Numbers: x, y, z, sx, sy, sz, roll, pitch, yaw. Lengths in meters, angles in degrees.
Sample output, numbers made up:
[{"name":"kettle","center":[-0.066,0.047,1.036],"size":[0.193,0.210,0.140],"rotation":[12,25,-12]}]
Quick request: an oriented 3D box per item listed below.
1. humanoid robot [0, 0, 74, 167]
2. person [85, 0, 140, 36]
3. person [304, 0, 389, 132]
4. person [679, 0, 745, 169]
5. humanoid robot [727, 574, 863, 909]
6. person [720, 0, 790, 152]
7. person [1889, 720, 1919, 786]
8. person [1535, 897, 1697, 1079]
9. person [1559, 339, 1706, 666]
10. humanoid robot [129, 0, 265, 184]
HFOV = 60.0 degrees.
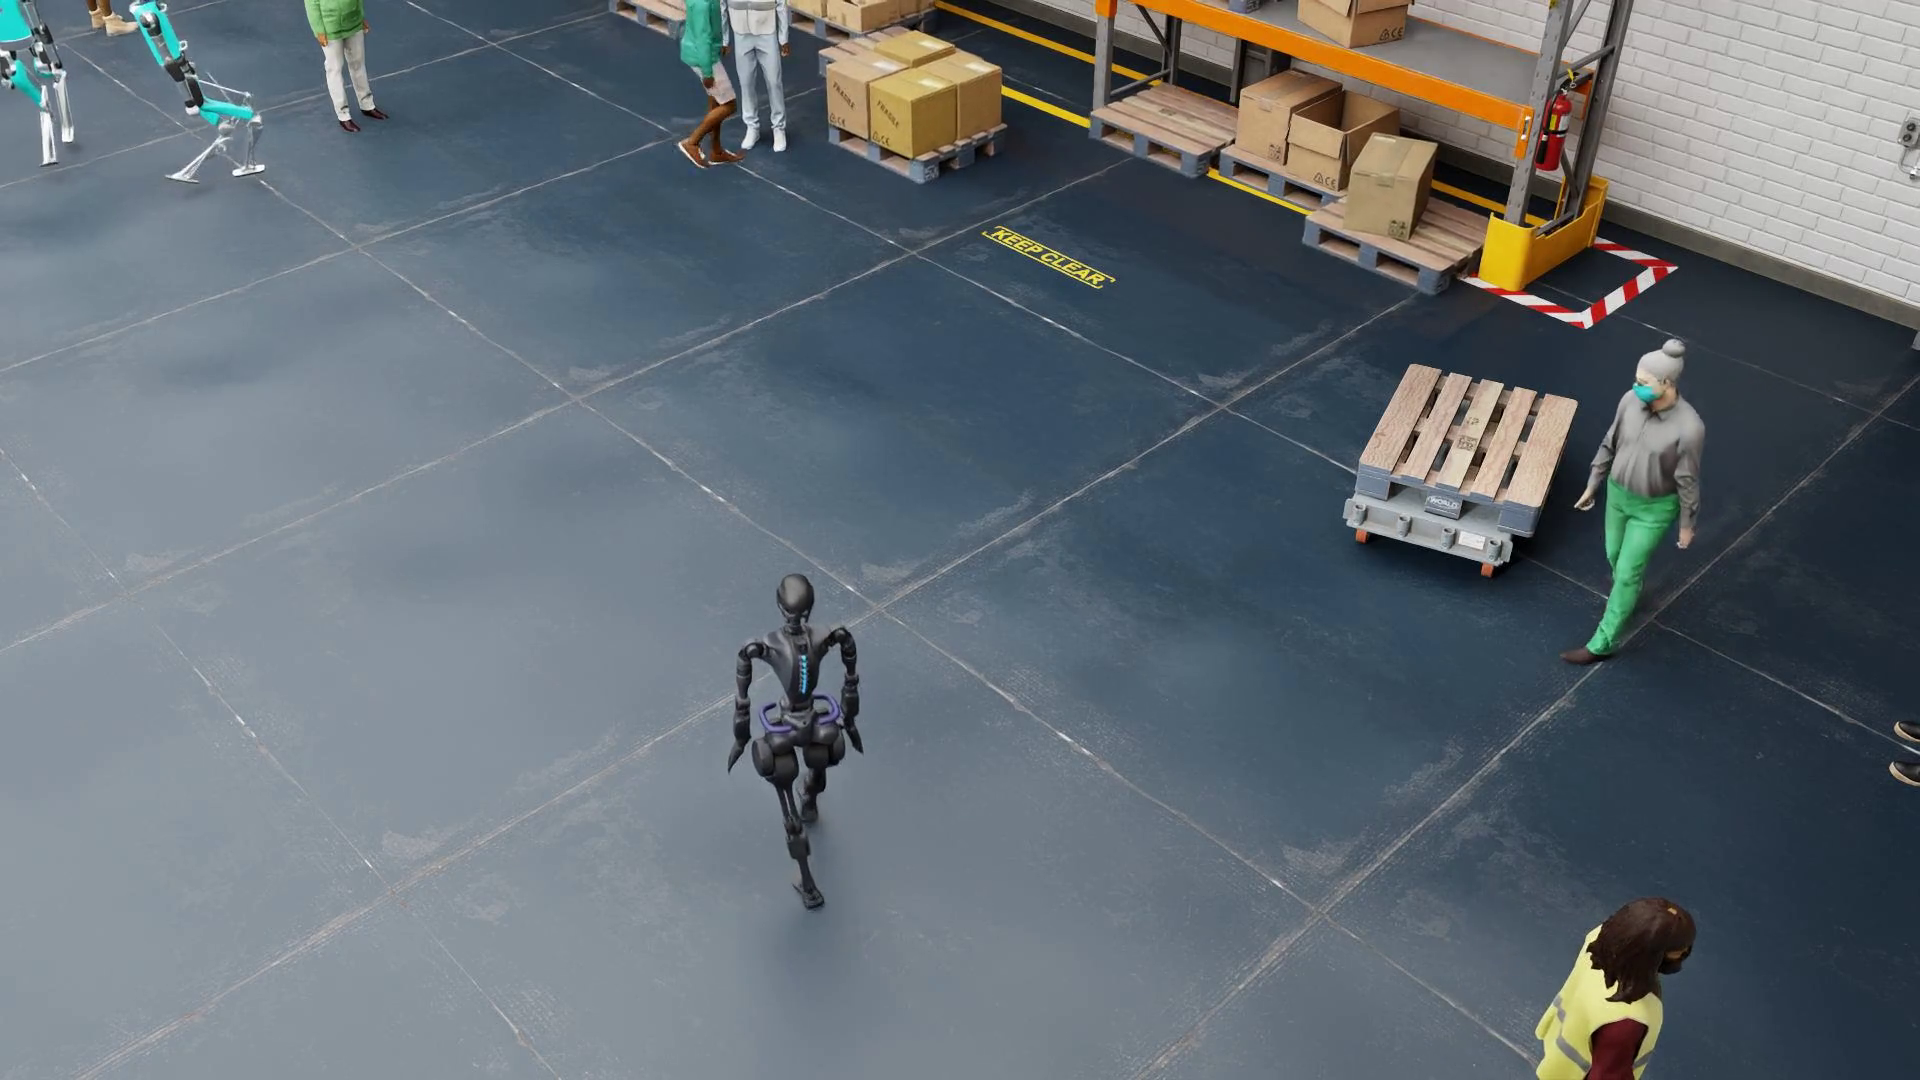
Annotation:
[{"name":"humanoid robot","center":[-7.574,-3.916,13.515],"size":[0.559,1.733,1.048],"rotation":[-9,38,-12]},{"name":"person","center":[-8.346,-5.852,15.816],"size":[0.606,2.039,0.391],"rotation":[29,46,33]},{"name":"person","center":[-5.256,-4.378,14.074],"size":[0.383,1.784,0.538],"rotation":[21,42,25]},{"name":"person","center":[-2.017,-3.850,13.333],"size":[0.434,1.832,0.514],"rotation":[-8,38,-10]},{"name":"humanoid robot","center":[-0.746,0.812,7.318],"size":[0.611,1.630,0.731],"rotation":[-13,39,-17]},{"name":"person","center":[-1.693,-4.154,13.678],"size":[0.596,1.907,0.415],"rotation":[2,37,3]},{"name":"person","center":[4.804,0.326,7.706],"size":[0.381,1.957,0.600],"rotation":[18,41,22]},{"name":"person","center":[2.187,1.867,5.814],"size":[0.360,1.769,0.476],"rotation":[8,38,10]},{"name":"person","center":[3.508,-0.220,8.549],"size":[0.761,1.813,0.593],"rotation":[-21,42,-25]},{"name":"humanoid robot","center":[-5.903,-3.554,13.009],"size":[0.983,1.728,0.530],"rotation":[-15,40,-19]}]
